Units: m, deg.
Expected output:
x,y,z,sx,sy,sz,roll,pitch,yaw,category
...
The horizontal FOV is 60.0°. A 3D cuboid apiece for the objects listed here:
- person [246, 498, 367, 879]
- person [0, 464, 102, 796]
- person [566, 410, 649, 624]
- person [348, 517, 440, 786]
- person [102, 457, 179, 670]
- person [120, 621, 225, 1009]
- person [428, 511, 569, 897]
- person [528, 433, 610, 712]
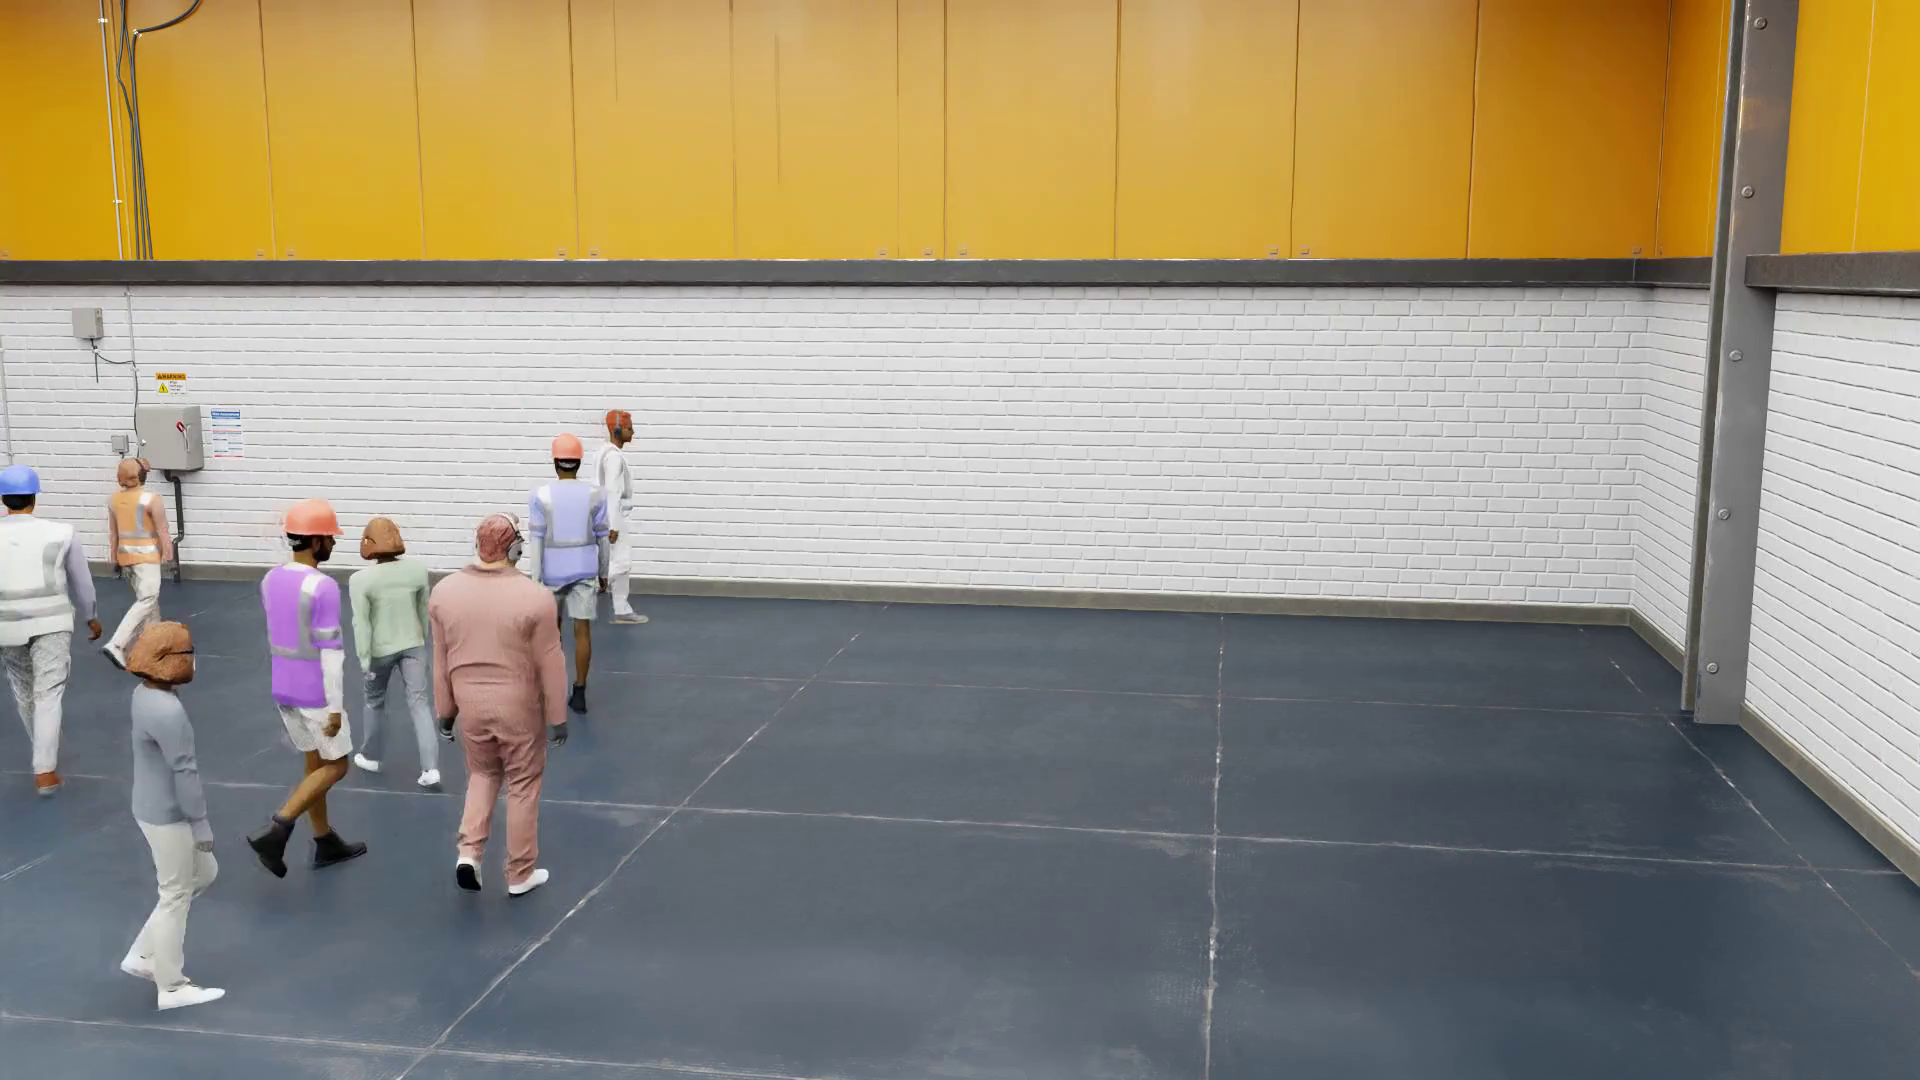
x,y,z,sx,sy,sz,roll,pitch,yaw,category
-3.294,0.757,8.254,0.544,1.914,0.659,6,11,32,person
-5.469,0.498,9.858,0.626,1.890,1.015,-2,10,-15,person
-3.002,-0.174,14.119,0.597,1.871,0.588,-3,10,-15,person
-3.353,0.654,9.865,0.502,1.590,0.868,-7,12,-38,person
-6.349,0.168,12.785,0.519,1.608,0.762,4,10,23,person
-3.216,1.130,6.837,0.339,1.622,0.499,-6,11,-31,person
-2.196,0.805,7.994,0.662,1.889,0.448,2,9,12,person
-2.743,0.205,11.642,0.566,1.902,0.856,-4,10,-22,person
